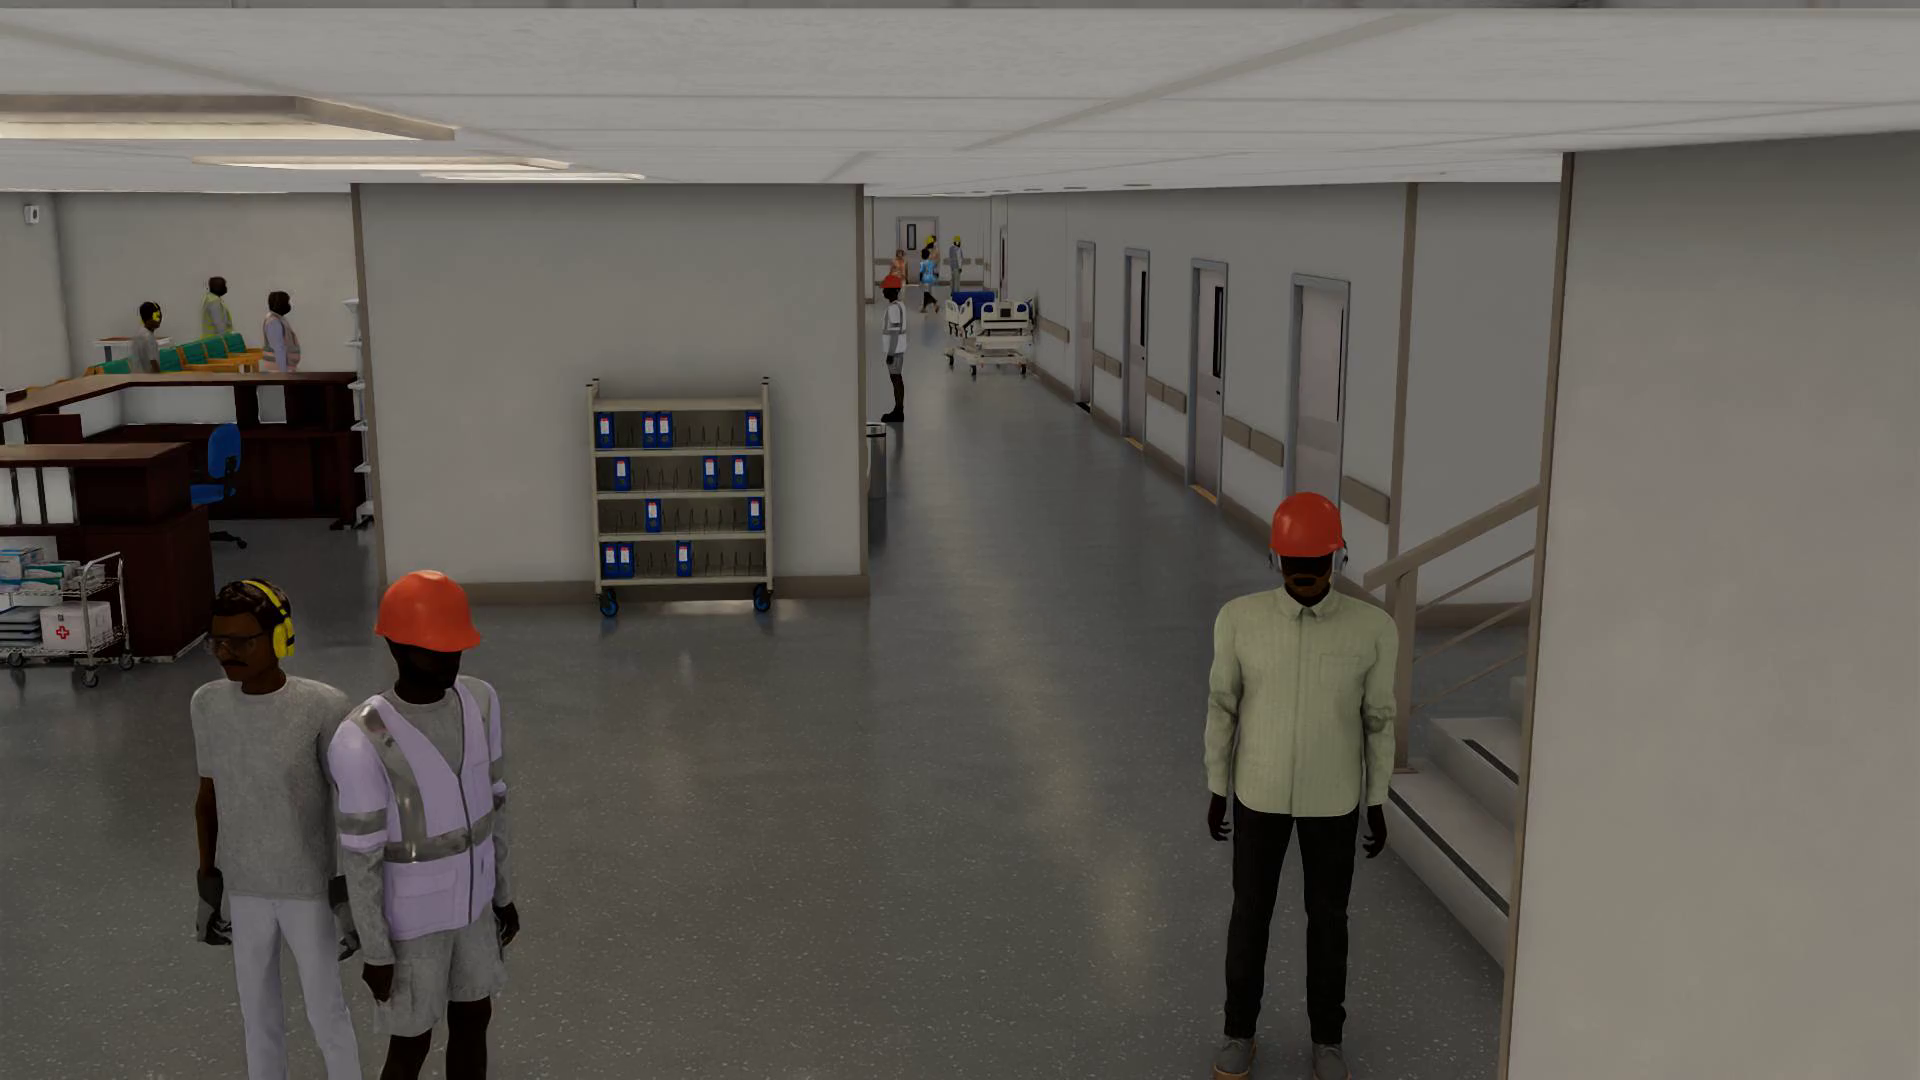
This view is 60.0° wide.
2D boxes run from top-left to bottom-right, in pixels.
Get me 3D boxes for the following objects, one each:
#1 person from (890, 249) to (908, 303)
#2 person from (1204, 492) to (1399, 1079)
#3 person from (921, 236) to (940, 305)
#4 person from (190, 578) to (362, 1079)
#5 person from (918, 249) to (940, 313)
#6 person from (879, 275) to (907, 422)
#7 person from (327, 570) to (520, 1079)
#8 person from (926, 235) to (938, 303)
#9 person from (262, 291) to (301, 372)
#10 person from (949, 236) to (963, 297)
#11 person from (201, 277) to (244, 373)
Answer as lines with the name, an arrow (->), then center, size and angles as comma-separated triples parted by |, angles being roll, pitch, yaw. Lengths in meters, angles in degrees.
person -> -1.607, -6.847, 43.835 | 0.539, 1.632, 0.450 | -5, 13, -25
person -> 1.104, 0.824, 5.449 | 0.614, 1.994, 0.381 | 2, 12, 10
person -> -0.830, -7.473, 46.183 | 0.584, 1.918, 0.376 | 6, 13, 26
person -> -1.969, 1.018, 4.808 | 0.532, 1.869, 0.311 | 1, 12, 7
person -> -0.787, -6.702, 43.036 | 0.774, 1.672, 0.538 | 10, 15, 39
person -> -0.886, -2.522, 21.944 | 0.357, 1.938, 0.542 | 1, 12, 4
person -> -1.452, 1.023, 4.654 | 0.384, 1.929, 0.539 | 7, 13, 29
person -> -0.818, -7.682, 47.198 | 0.380, 1.927, 0.637 | 1, 12, 6
person -> -8.118, -2.062, 19.937 | 0.429, 1.839, 0.633 | -5, 13, -22
person -> -0.101, -8.256, 50.216 | 0.404, 1.830, 0.600 | -7, 13, -29
person -> -10.798, -2.955, 24.397 | 0.972, 1.790, 0.654 | -4, 12, -21
